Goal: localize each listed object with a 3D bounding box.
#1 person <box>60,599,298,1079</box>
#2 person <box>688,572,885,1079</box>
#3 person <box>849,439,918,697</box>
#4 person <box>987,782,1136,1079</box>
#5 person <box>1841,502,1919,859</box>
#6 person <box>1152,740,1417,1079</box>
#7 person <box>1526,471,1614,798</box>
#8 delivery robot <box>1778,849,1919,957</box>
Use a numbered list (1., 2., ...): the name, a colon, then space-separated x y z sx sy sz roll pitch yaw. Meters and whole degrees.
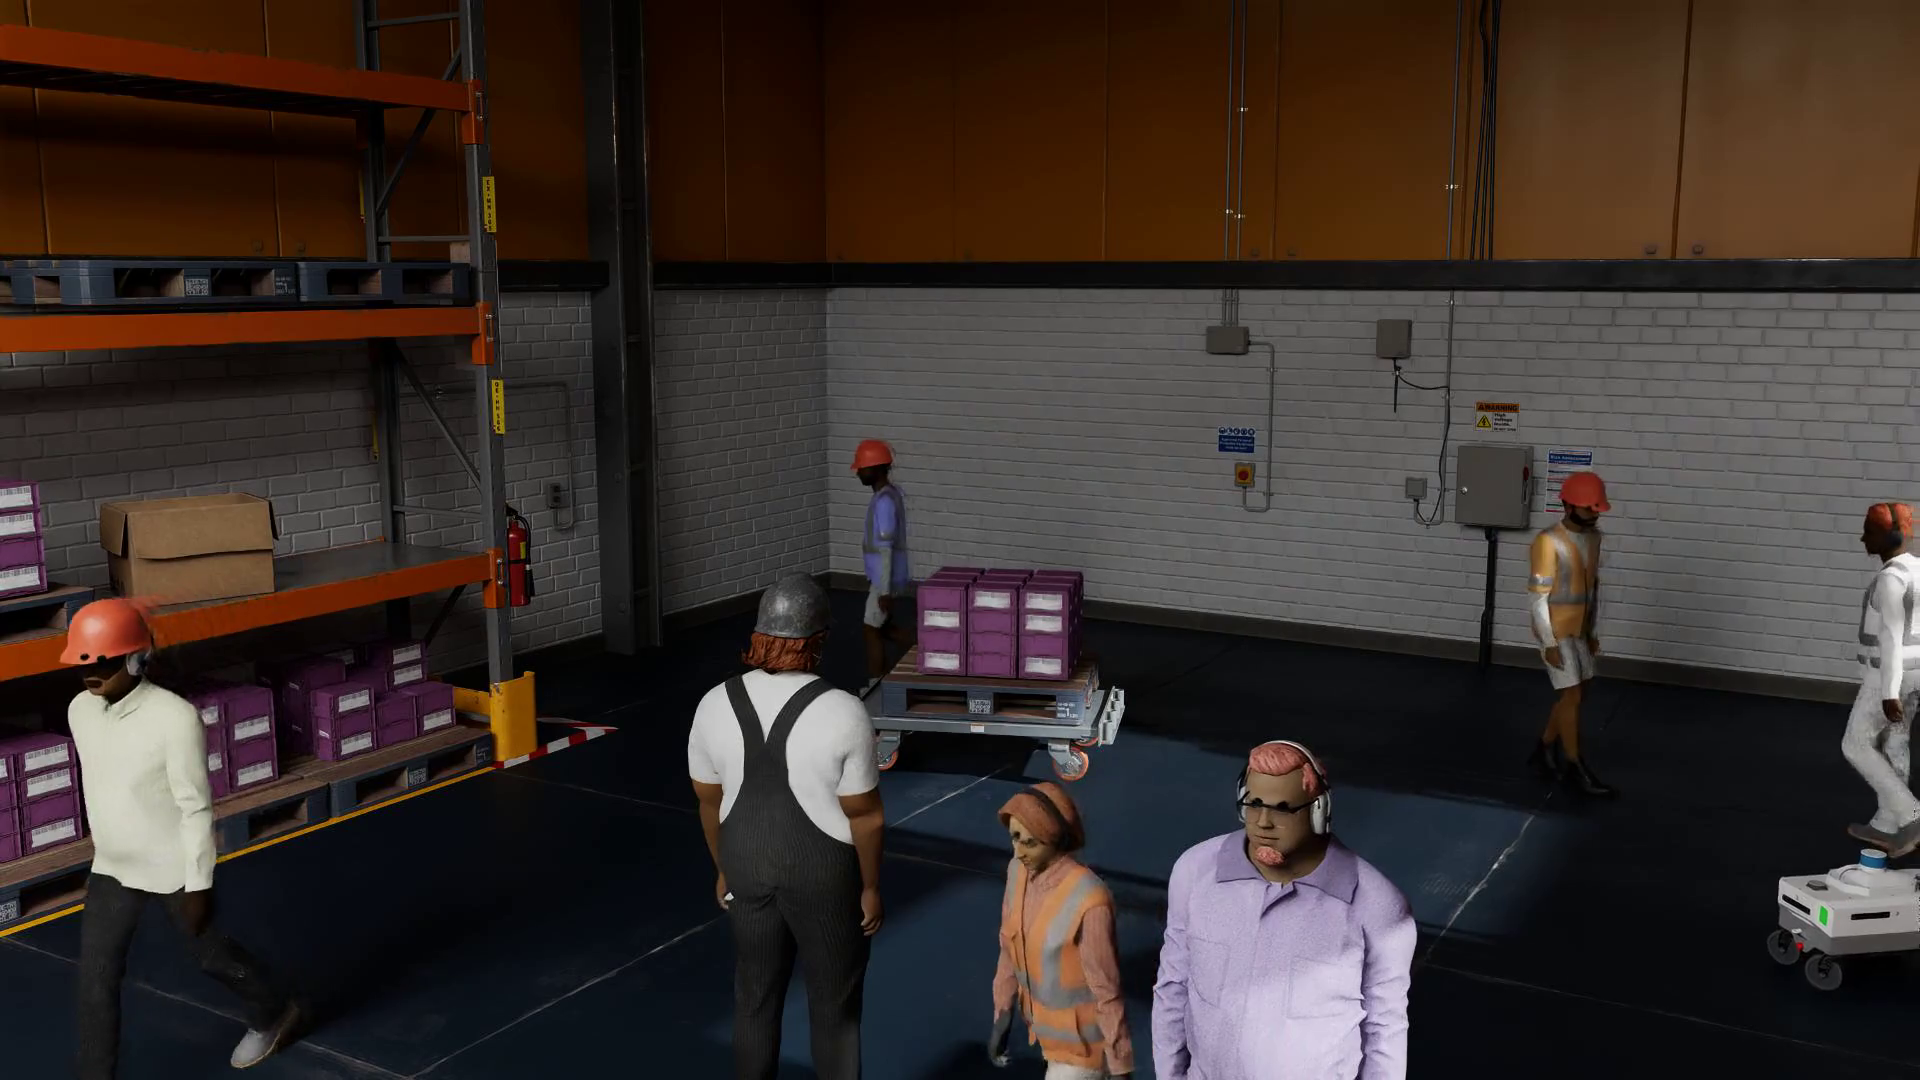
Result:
1. person: -2.839 1.125 5.965 0.630 1.935 1.080 3 10 18
2. person: -0.538 1.110 5.695 0.674 2.000 0.535 3 10 21
3. person: -0.436 0.246 11.507 0.701 1.910 0.560 0 9 0
4. person: 0.275 1.469 4.823 0.846 1.585 0.521 -4 10 -21
5. person: 4.867 0.730 8.610 0.568 1.869 0.532 -6 11 -35
6. person: 0.771 1.427 4.135 0.643 1.909 0.410 4 10 26
7. person: 3.565 0.534 9.696 0.632 1.912 0.584 -7 12 -39
8. delivery robot: 3.902 1.572 7.140 0.707 0.478 0.477 -1 9 -9
